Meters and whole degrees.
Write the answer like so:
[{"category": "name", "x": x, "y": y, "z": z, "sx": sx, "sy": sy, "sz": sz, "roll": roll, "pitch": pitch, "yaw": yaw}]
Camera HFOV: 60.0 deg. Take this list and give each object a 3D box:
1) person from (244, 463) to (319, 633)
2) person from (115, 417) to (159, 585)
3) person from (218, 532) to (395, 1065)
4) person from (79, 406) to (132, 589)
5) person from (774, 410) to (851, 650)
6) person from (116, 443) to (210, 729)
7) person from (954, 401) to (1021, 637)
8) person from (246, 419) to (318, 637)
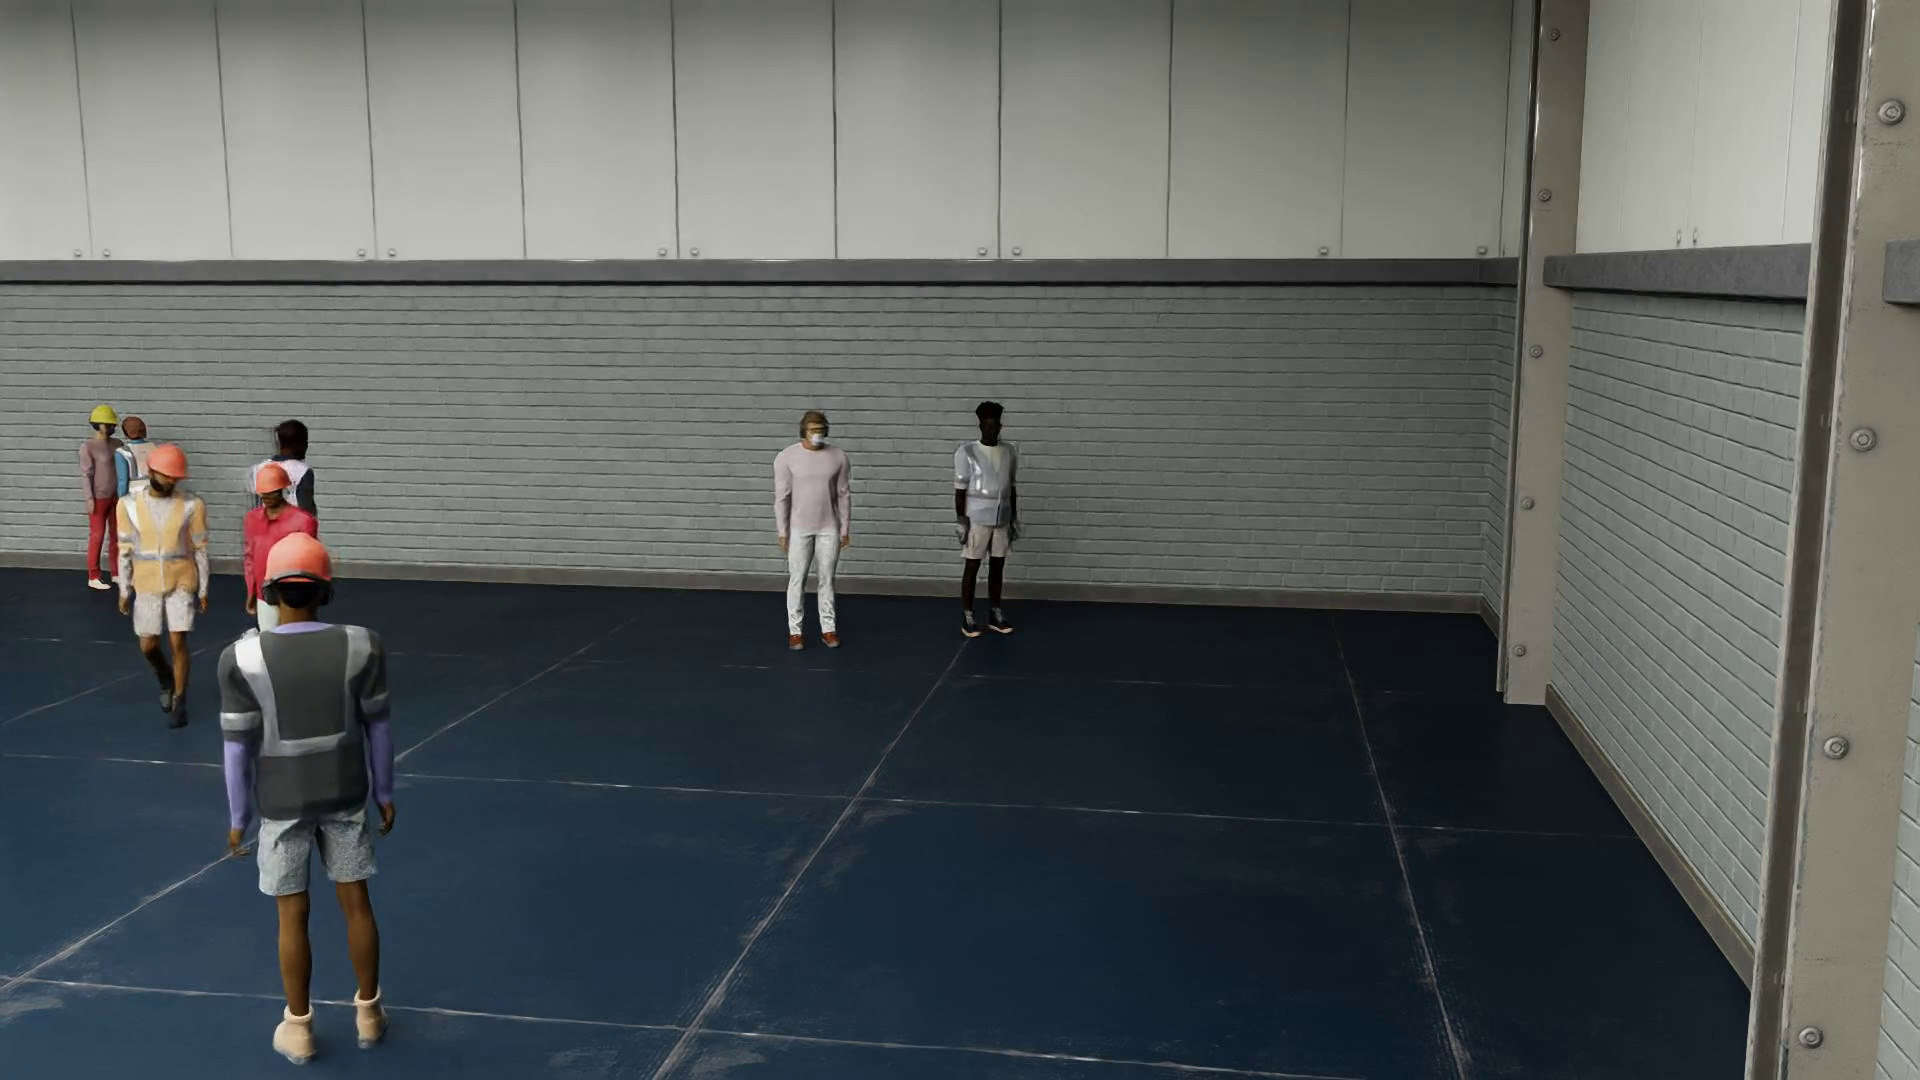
[{"category": "person", "x": -4.622, "y": 0.342, "z": 11.311, "sx": 0.574, "sy": 1.742, "sz": 0.352, "roll": 3, "pitch": 10, "yaw": 17}, {"category": "person", "x": -7.891, "y": -0.376, "z": 16.054, "sx": 0.312, "sy": 1.638, "sz": 0.512, "roll": 5, "pitch": 10, "yaw": 26}, {"category": "person", "x": -2.505, "y": 0.984, "z": 6.421, "sx": 0.615, "sy": 2.040, "sz": 0.391, "roll": -6, "pitch": 11, "yaw": -31}, {"category": "person", "x": -8.149, "y": -0.408, "z": 15.903, "sx": 0.355, "sy": 1.757, "sz": 0.523, "roll": 3, "pitch": 10, "yaw": 17}, {"category": "person", "x": -1.174, "y": -0.084, "z": 13.360, "sx": 0.630, "sy": 1.934, "sz": 0.369, "roll": -4, "pitch": 10, "yaw": -21}, {"category": "person", "x": -5.302, "y": 0.295, "z": 11.075, "sx": 0.585, "sy": 1.908, "sz": 0.458, "roll": -3, "pitch": 10, "yaw": -20}, {"category": "person", "x": 0.232, "y": -0.181, "z": 13.843, "sx": 0.613, "sy": 1.963, "sz": 0.362, "roll": -5, "pitch": 11, "yaw": -30}, {"category": "person", "x": -5.254, "y": 0.007, "z": 12.933, "sx": 0.599, "sy": 1.890, "sz": 0.786, "roll": 6, "pitch": 11, "yaw": 31}]
